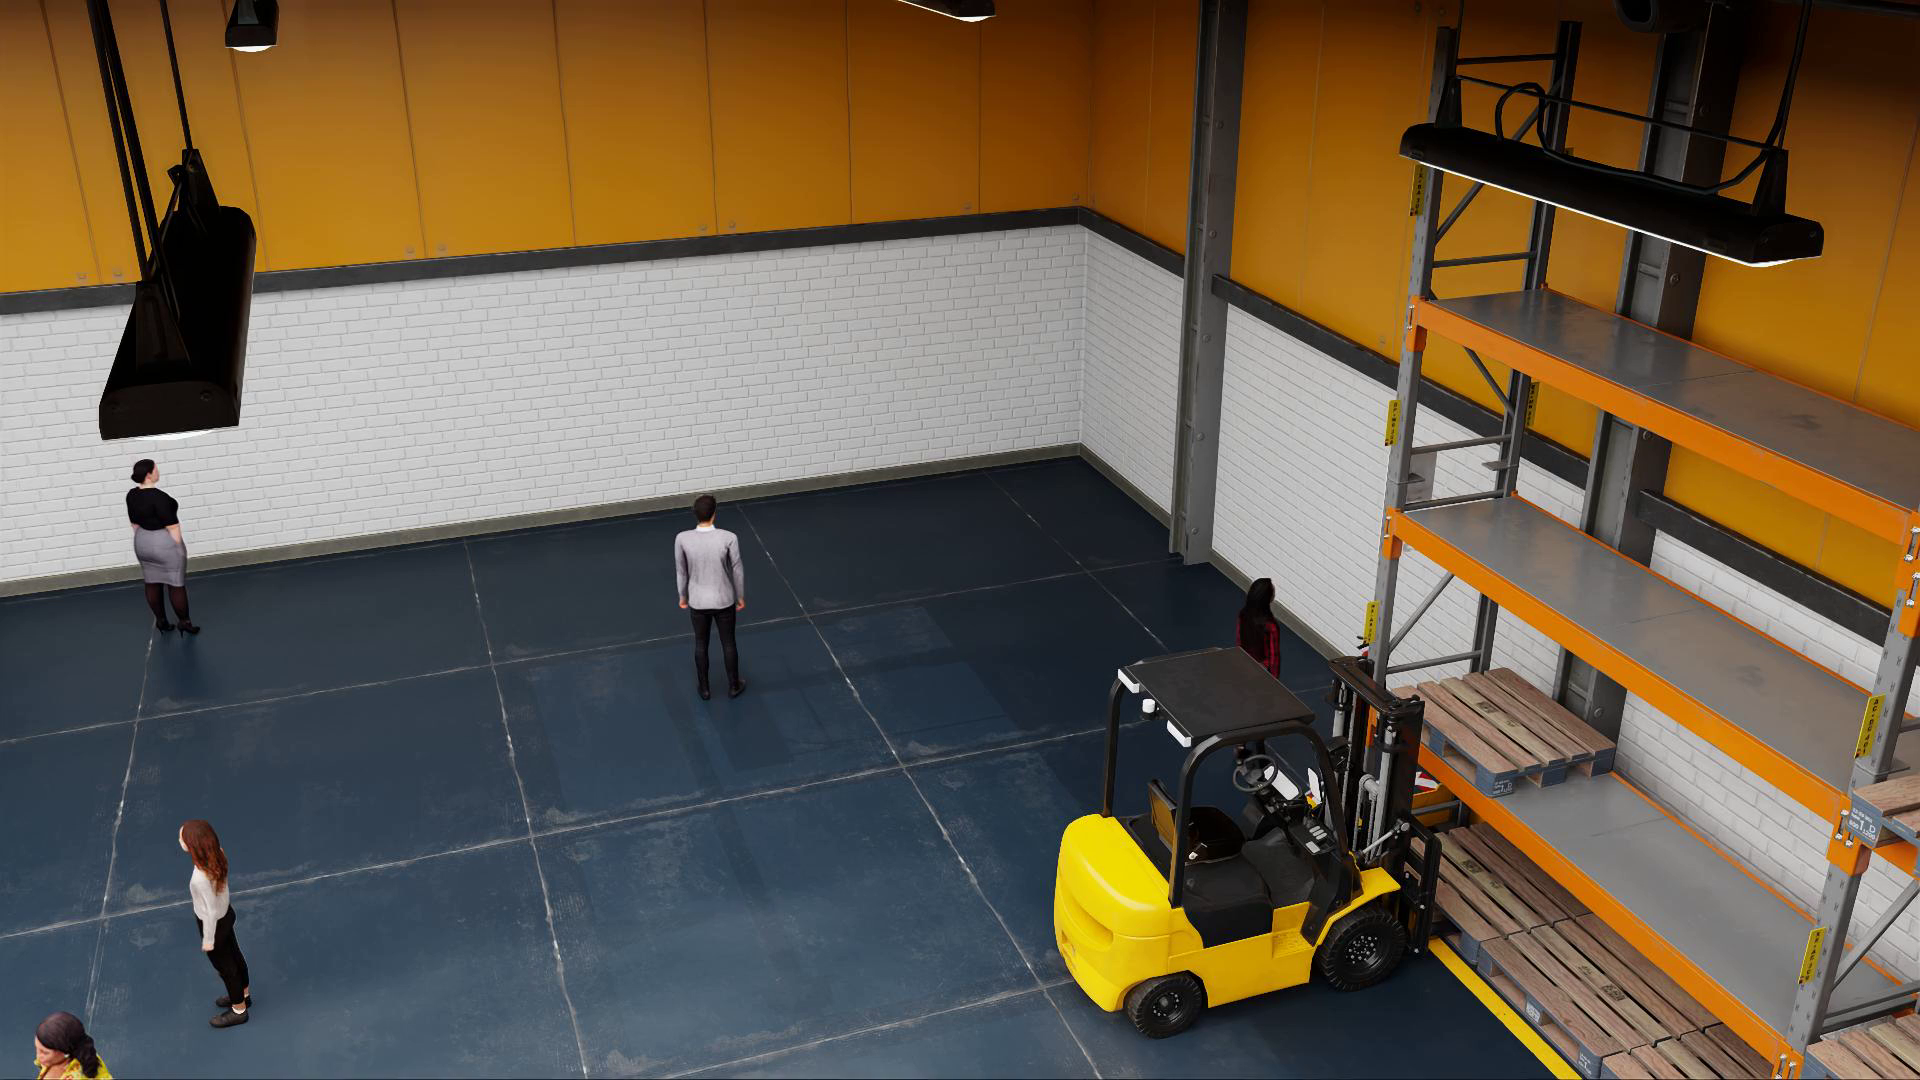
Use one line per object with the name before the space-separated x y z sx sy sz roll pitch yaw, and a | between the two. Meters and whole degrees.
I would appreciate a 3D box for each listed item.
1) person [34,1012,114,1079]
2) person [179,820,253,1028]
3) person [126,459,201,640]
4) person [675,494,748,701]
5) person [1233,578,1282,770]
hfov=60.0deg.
person | -4.544 3.145 8.725 0.947 1.655 1.037 14 27 28
person | -4.730 2.422 10.591 0.642 1.485 0.478 -4 24 -9
person | -7.514 0.085 15.599 0.776 1.757 0.819 7 25 17
person | -2.160 0.496 14.450 0.818 1.923 0.763 0 24 -1
person | 2.393 1.075 13.456 0.702 1.658 0.545 -17 29 -33
